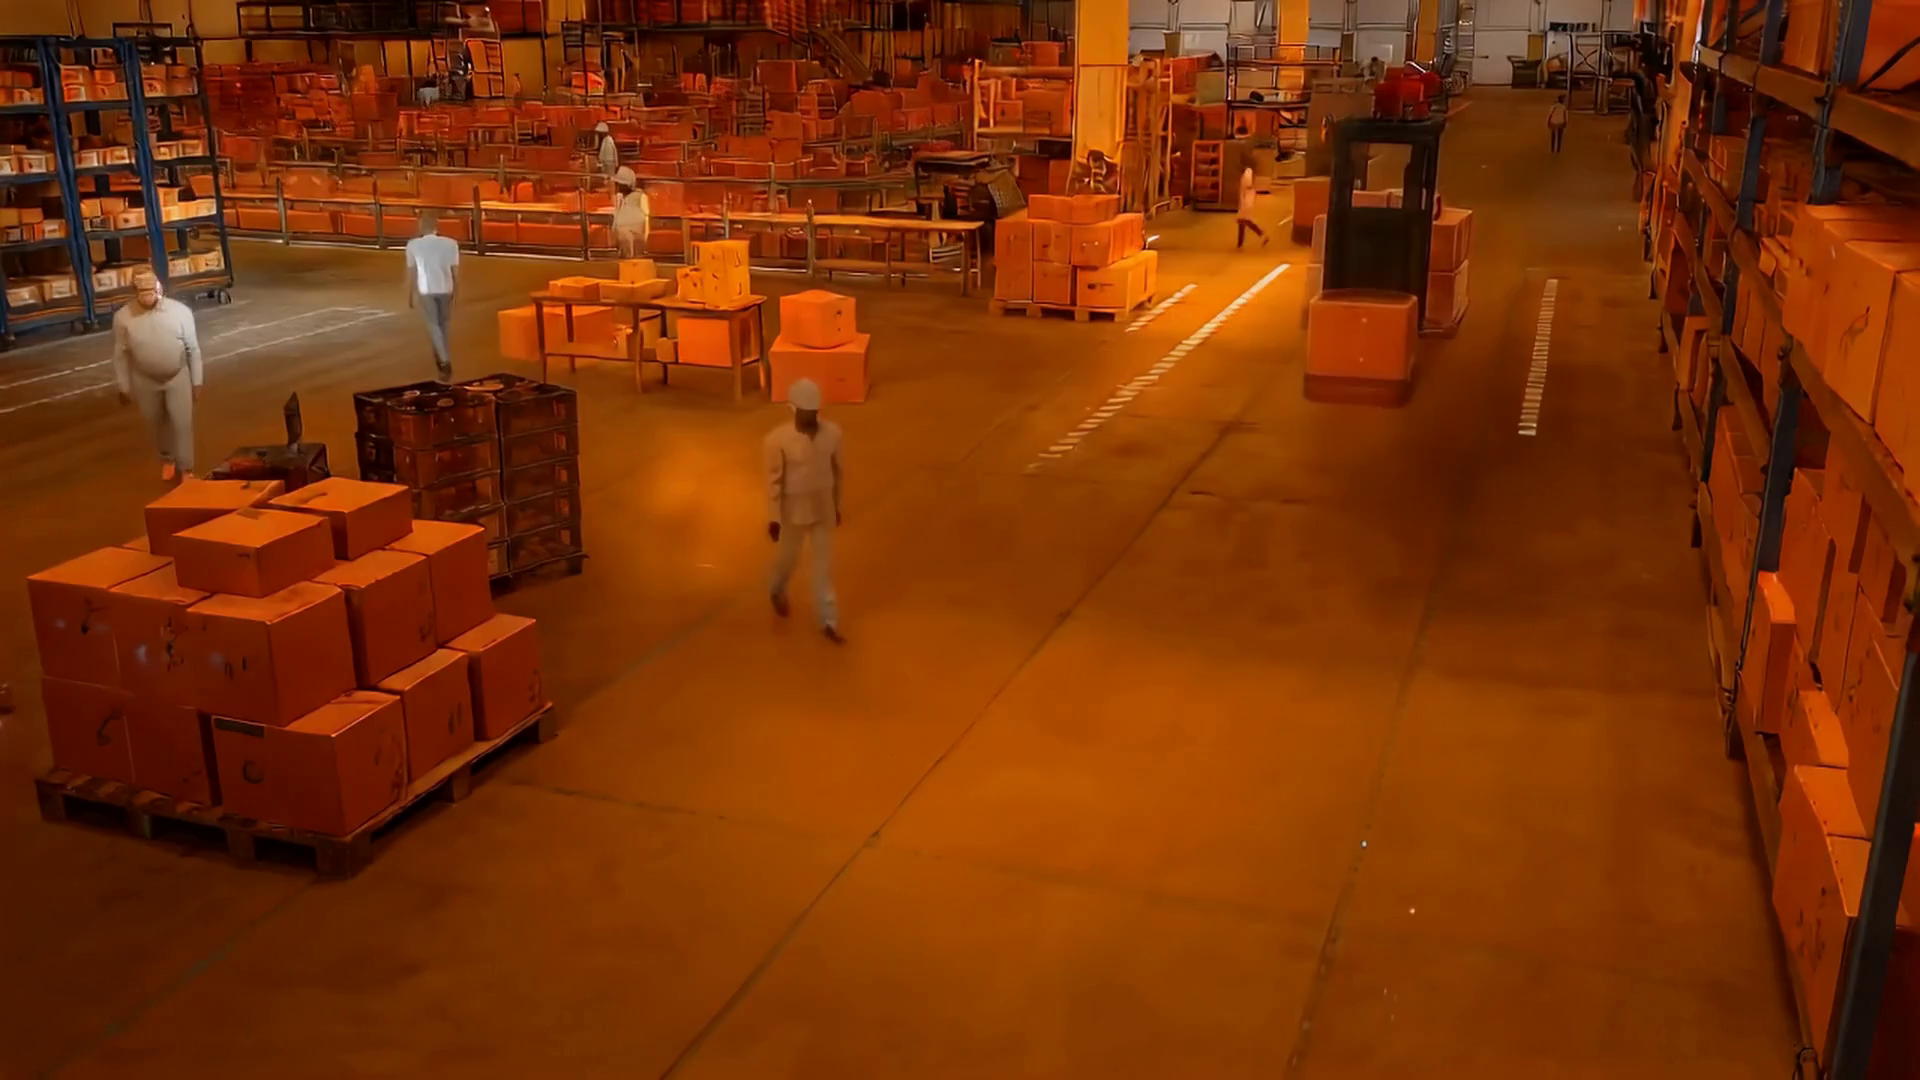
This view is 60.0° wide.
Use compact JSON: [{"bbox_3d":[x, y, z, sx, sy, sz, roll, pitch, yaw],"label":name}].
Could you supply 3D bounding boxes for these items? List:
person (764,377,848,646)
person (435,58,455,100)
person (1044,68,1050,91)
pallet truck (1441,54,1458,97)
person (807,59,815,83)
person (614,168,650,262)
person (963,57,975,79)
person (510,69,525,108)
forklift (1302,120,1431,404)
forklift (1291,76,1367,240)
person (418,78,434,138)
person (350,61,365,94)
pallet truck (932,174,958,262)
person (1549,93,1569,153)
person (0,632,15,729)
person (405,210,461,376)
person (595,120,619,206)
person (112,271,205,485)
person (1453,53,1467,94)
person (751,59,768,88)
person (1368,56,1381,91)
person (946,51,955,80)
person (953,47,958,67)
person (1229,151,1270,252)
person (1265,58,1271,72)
[{"bbox_3d":[-1.021,-0.230,10.768,0.573,1.719,0.840,-10,20,-29],"label":"person"},{"bbox_3d":[-23.516,-20.924,75.525,0.953,1.883,0.613,4,18,13],"label":"person"},{"bbox_3d":[3.839,-20.841,75.060,0.500,2.001,0.640,10,20,27],"label":"person"},{"bbox_3d":[22.765,-21.886,78.355,0.823,1.965,1.885,-4,18,-14],"label":"pallet truck"},{"bbox_3d":[-6.388,-19.723,71.658,0.362,1.938,0.545,4,18,12],"label":"person"},{"bbox_3d":[-4.635,-4.299,23.382,0.586,1.822,0.403,10,20,28],"label":"person"},{"bbox_3d":[0.448,-20.698,74.723,0.629,1.937,0.376,-2,18,-7],"label":"person"},{"bbox_3d":[-17.322,-17.490,64.967,0.746,1.741,0.537,14,22,37],"label":"person"},{"bbox_3d":[4.351,-2.978,17.514,1.129,2.768,1.873,6,19,19],"label":"forklift"},{"bbox_3d":[6.598,-6.755,29.381,1.129,2.768,1.873,6,19,19],"label":"forklift"},{"bbox_3d":[-17.080,-13.854,53.352,0.526,1.853,0.448,-9,20,-26],"label":"person"},{"bbox_3d":[-25.650,-19.442,70.864,0.575,1.882,0.355,-5,18,-15],"label":"person"},{"bbox_3d":[-0.507,-5.292,27.348,0.653,1.274,1.630,6,19,19],"label":"pallet truck"},{"bbox_3d":[17.105,-11.926,47.581,0.543,1.669,0.737,5,18,15],"label":"person"},{"bbox_3d":[-5.605,0.233,9.267,0.306,1.745,0.483,-2,18,-7],"label":"person"},{"bbox_3d":[-5.853,-2.764,18.571,0.580,1.818,0.861,-9,20,-26],"label":"person"},{"bbox_3d":[-6.670,-6.967,31.560,0.386,1.948,0.601,-5,18,-15],"label":"person"},{"bbox_3d":[-6.749,-1.334,14.027,0.664,1.851,1.012,-6,19,-18],"label":"person"},{"bbox_3d":[24.238,-22.739,81.145,1.034,1.949,0.604,6,19,20],"label":"person"},{"bbox_3d":[-8.502,-19.390,70.442,1.022,2.000,0.693,14,22,37],"label":"person"},{"bbox_3d":[20.519,-22.991,82.154,0.940,1.807,0.634,16,23,40],"label":"person"},{"bbox_3d":[-0.358,-27.277,95.729,0.859,1.731,0.529,-6,18,-17],"label":"person"},{"bbox_3d":[-0.166,-26.354,92.399,0.625,1.992,0.389,10,20,28],"label":"person"},{"bbox_3d":[4.882,-5.659,27.895,0.578,1.678,0.548,4,18,12],"label":"person"},{"bbox_3d":[14.519,-21.861,78.570,0.990,1.831,0.533,1,18,4],"label":"person"}]
